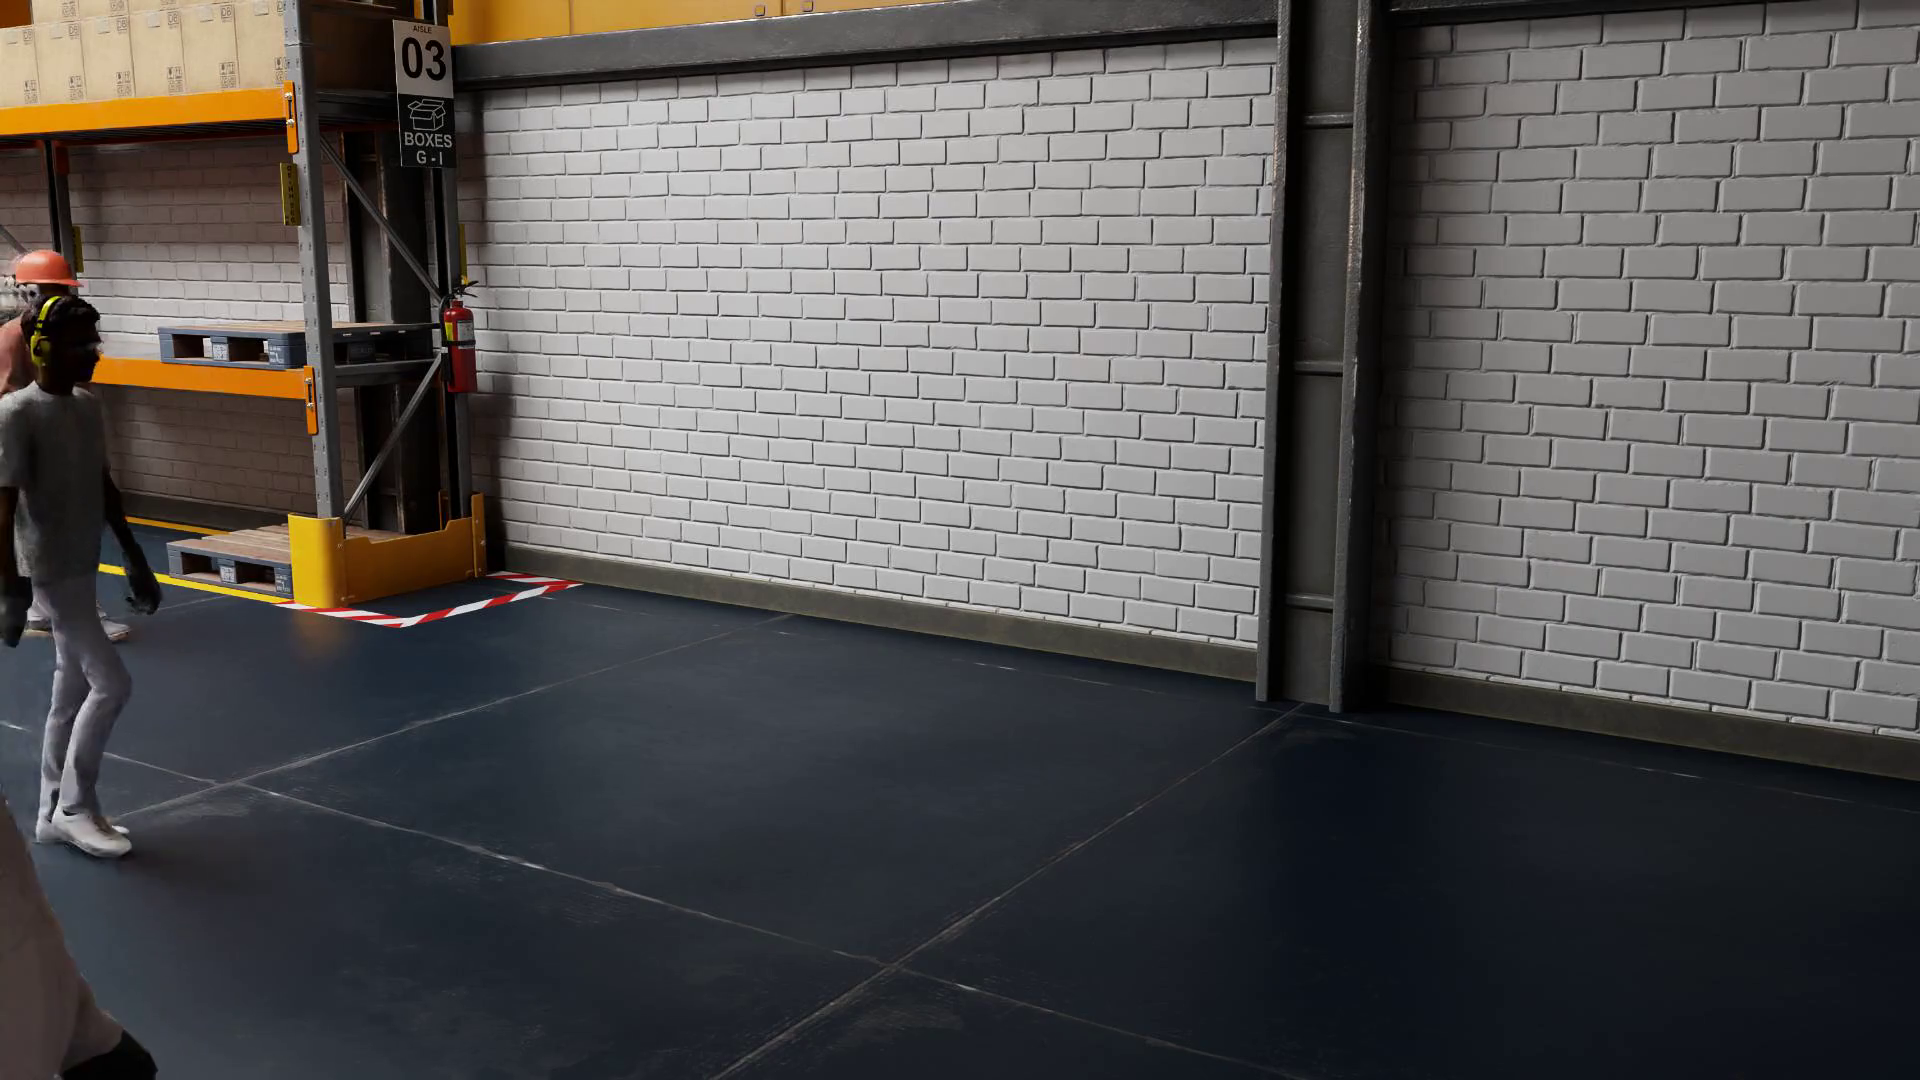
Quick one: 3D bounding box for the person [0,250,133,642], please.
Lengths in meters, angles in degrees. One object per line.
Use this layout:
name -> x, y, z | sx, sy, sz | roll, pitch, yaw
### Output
person -> -4.447, -0.456, 8.347 | 0.752, 1.965, 0.641 | 0, 10, -2

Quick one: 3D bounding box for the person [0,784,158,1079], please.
person -> -1.215, 0.745, 2.037 | 0.976, 1.849, 0.647 | -5, 12, -27

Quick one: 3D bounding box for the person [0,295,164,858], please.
person -> -2.889, 0.128, 5.475 | 0.555, 1.845, 0.560 | -1, 10, -4
